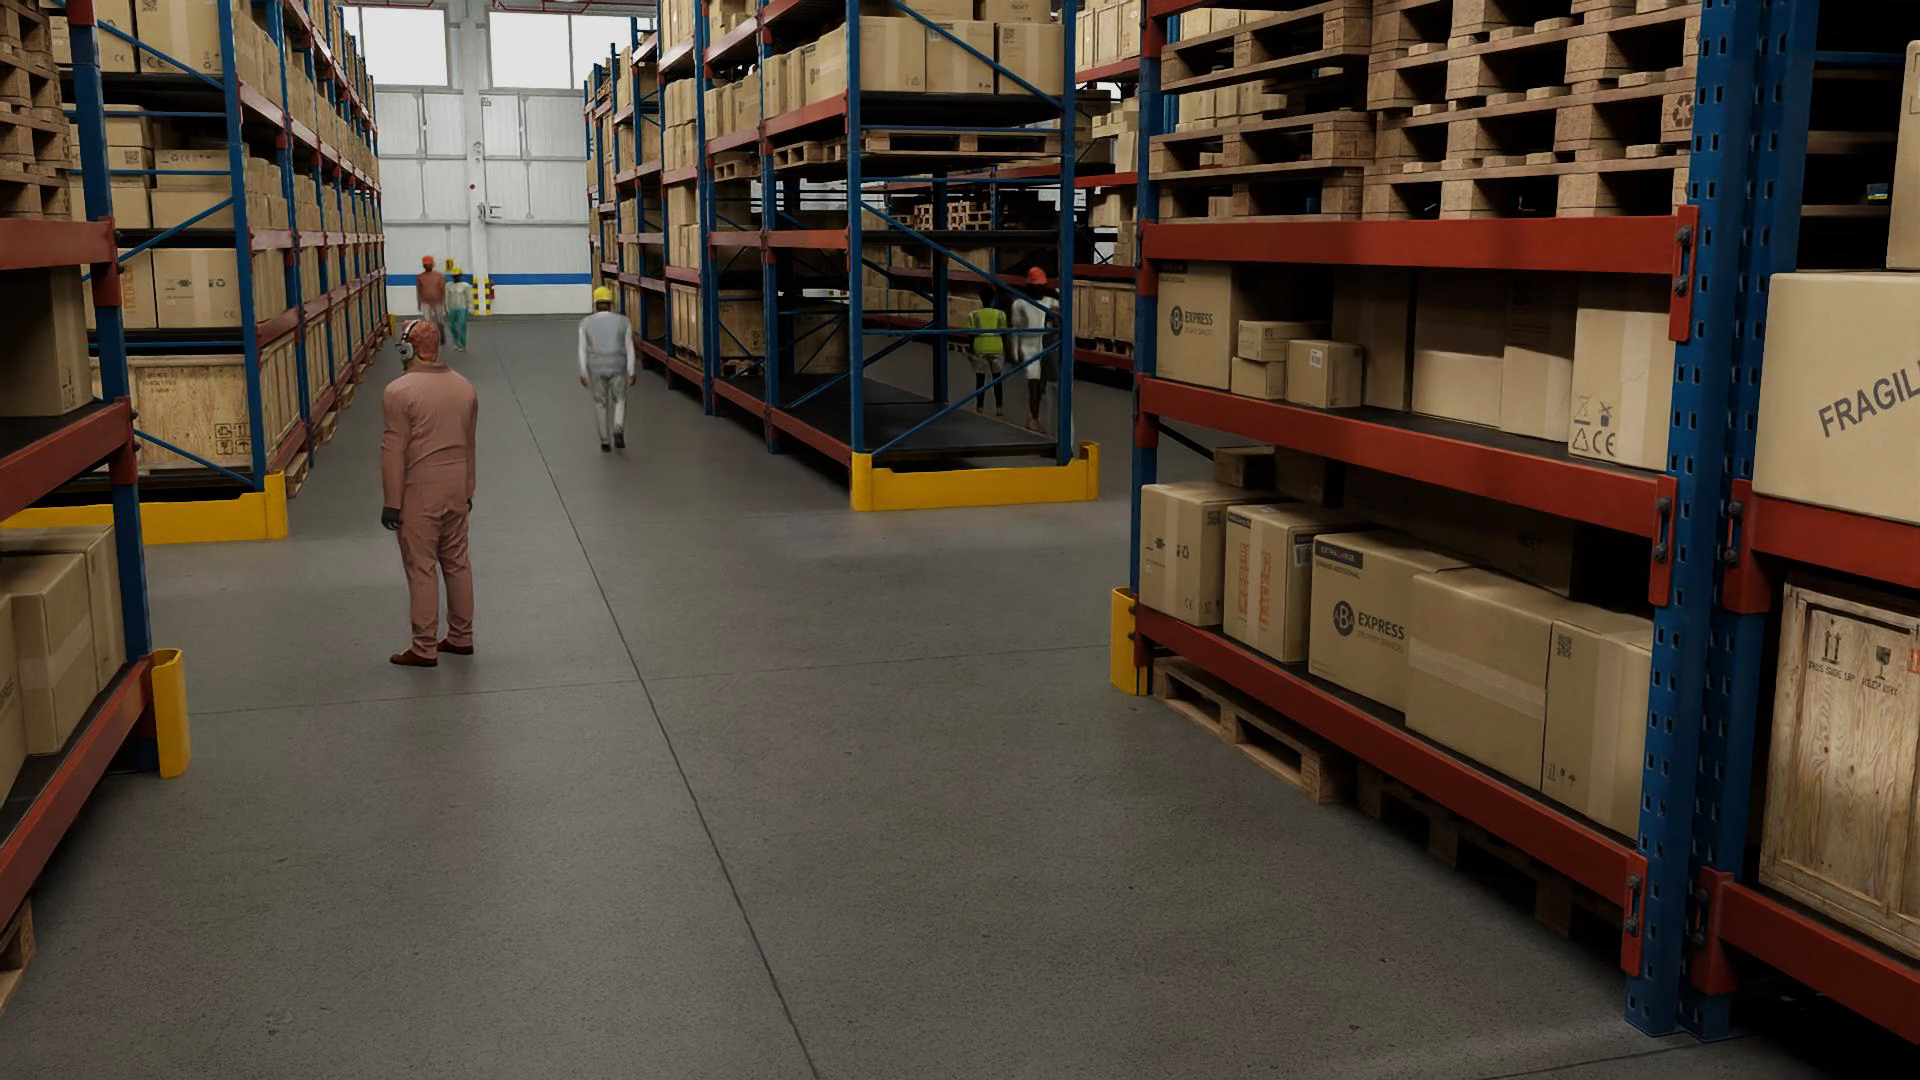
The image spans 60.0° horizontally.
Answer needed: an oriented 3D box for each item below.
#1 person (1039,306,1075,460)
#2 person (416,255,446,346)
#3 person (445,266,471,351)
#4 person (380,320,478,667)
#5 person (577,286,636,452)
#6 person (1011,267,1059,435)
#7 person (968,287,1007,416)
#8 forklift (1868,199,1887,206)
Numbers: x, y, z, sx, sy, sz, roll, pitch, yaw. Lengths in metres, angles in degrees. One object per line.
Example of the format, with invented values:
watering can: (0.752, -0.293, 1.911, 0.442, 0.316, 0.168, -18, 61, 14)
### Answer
person: (1.029, -1.658, 17.604, 0.281, 1.624, 0.494, -8, 13, -39)
person: (-11.075, -4.984, 34.875, 0.650, 1.973, 0.559, -1, 10, -6)
person: (-10.314, -4.746, 34.152, 0.546, 1.751, 0.449, 0, 10, -1)
person: (-2.944, -0.259, 9.190, 0.400, 1.901, 0.643, 5, 11, 25)
person: (-3.878, -1.874, 18.251, 0.625, 1.814, 0.515, -2, 11, -11)
person: (0.908, -2.244, 19.784, 0.620, 2.009, 0.999, -2, 11, -11)
person: (0.361, -2.466, 21.832, 0.529, 1.697, 0.321, -2, 10, -9)
forklift: (11.338, -2.915, 21.052, 1.129, 2.768, 1.873, -3, 11, -17)
